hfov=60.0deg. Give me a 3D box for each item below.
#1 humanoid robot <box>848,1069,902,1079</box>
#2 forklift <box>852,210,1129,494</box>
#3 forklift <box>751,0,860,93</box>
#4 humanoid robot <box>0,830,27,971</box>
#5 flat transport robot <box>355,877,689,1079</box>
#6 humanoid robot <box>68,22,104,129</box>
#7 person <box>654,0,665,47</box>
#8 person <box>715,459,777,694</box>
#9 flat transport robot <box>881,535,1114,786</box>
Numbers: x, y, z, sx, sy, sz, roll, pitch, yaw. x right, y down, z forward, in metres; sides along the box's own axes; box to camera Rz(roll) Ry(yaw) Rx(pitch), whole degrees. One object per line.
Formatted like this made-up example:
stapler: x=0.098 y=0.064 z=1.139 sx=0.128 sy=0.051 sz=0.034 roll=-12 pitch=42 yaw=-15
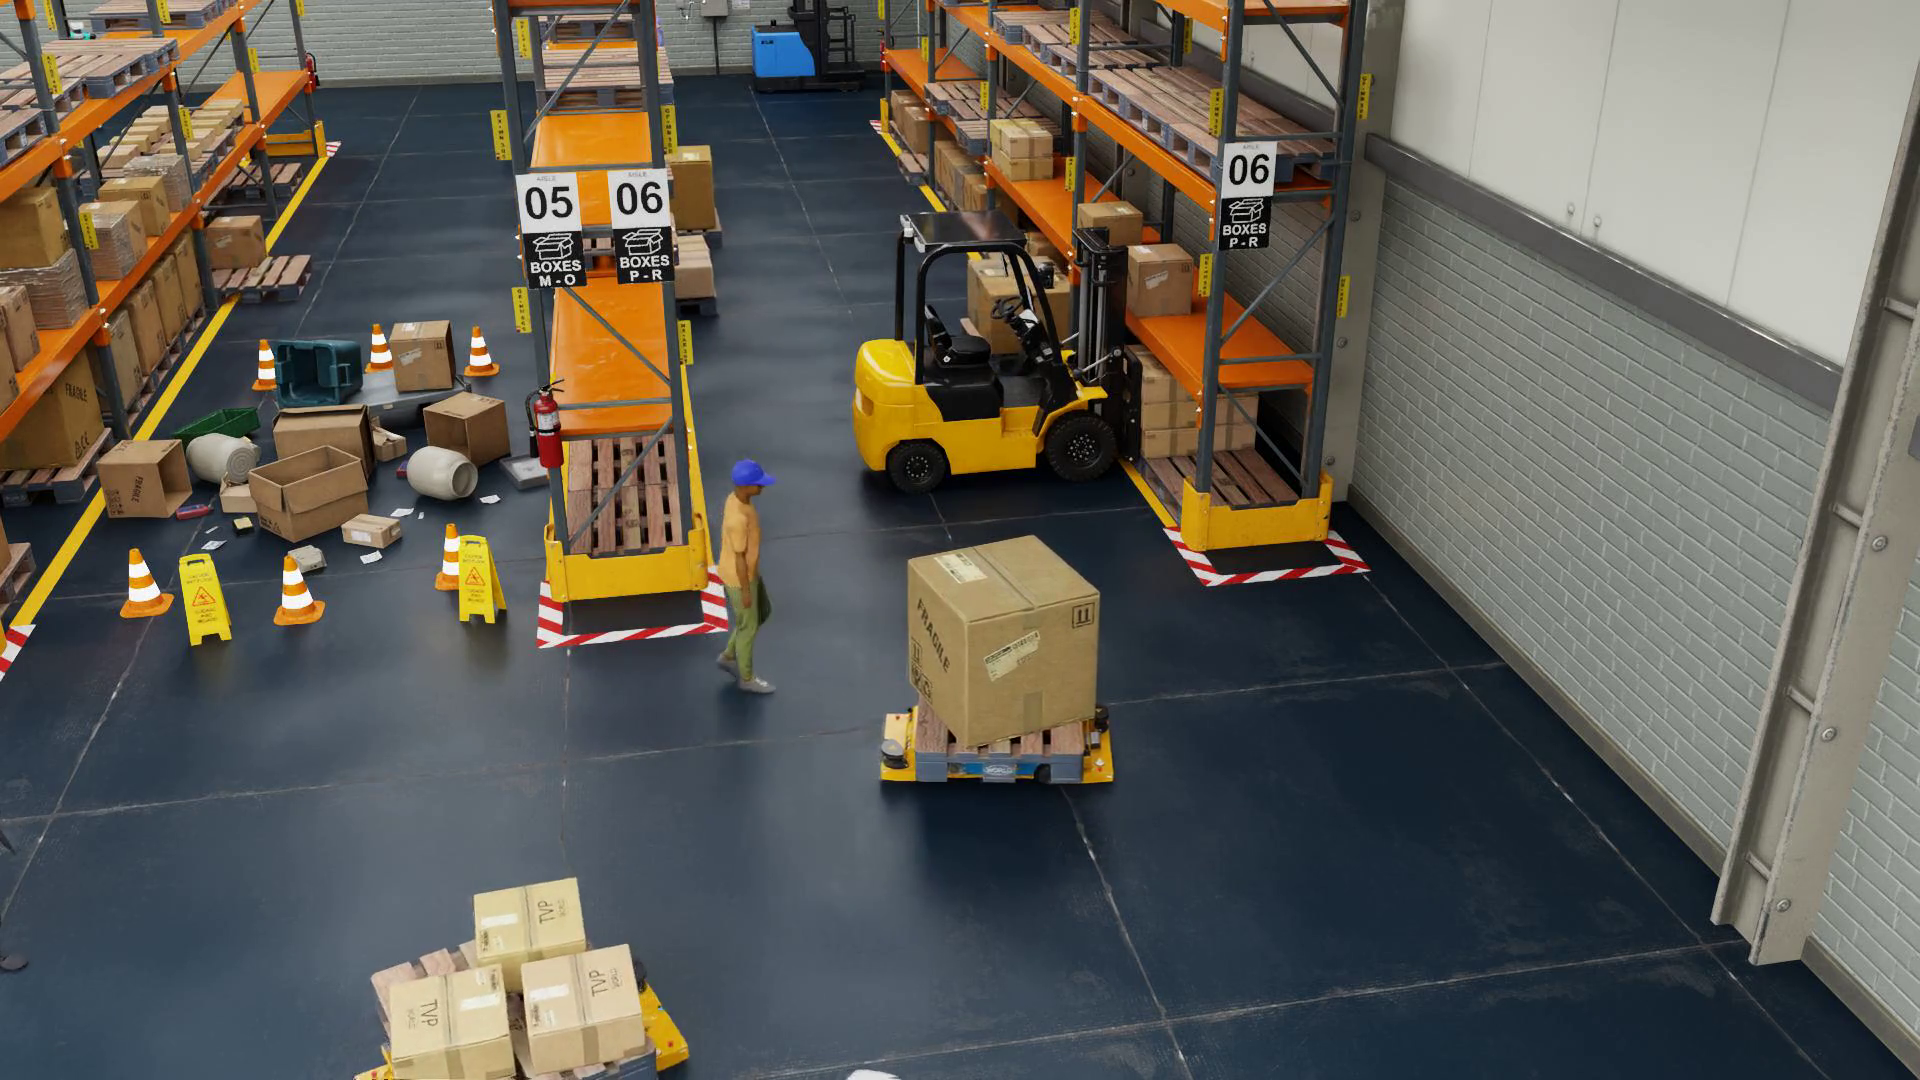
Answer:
humanoid robot: x=-0.478 y=2.621 z=5.970 sx=0.919 sy=1.756 sz=0.542 roll=6 pitch=26 yaw=11
forklift: x=0.216 y=-1.659 z=14.366 sx=2.313 sy=2.155 sz=1.214 roll=-5 pitch=26 yaw=-10
forklift: x=-2.872 y=-9.679 z=30.288 sx=1.873 sy=2.768 sz=1.129 roll=-5 pitch=26 yaw=-10
humanoid robot: x=-5.129 y=1.526 z=8.332 sx=0.462 sy=1.642 sz=0.613 roll=19 pitch=31 yaw=34
flat transport robot: x=-2.096 y=2.481 z=7.963 sx=1.431 sy=0.231 sz=0.659 roll=-15 pitch=29 yaw=-28
humanoid robot: x=-14.522 y=-7.670 z=27.467 sx=0.542 sy=1.764 sz=1.058 roll=-23 pitch=34 yaw=-39
person: x=-5.514 y=-8.724 z=29.577 sx=0.713 sy=1.771 sz=0.474 roll=18 pitch=31 yaw=33
person: x=-1.382 y=0.244 z=10.957 sx=0.409 sy=1.701 sz=0.506 roll=-1 pitch=26 yaw=-2
flat transport robot: x=0.234 y=1.272 z=10.479 sx=1.431 sy=0.231 sz=0.659 roll=1 pitch=26 yaw=1
